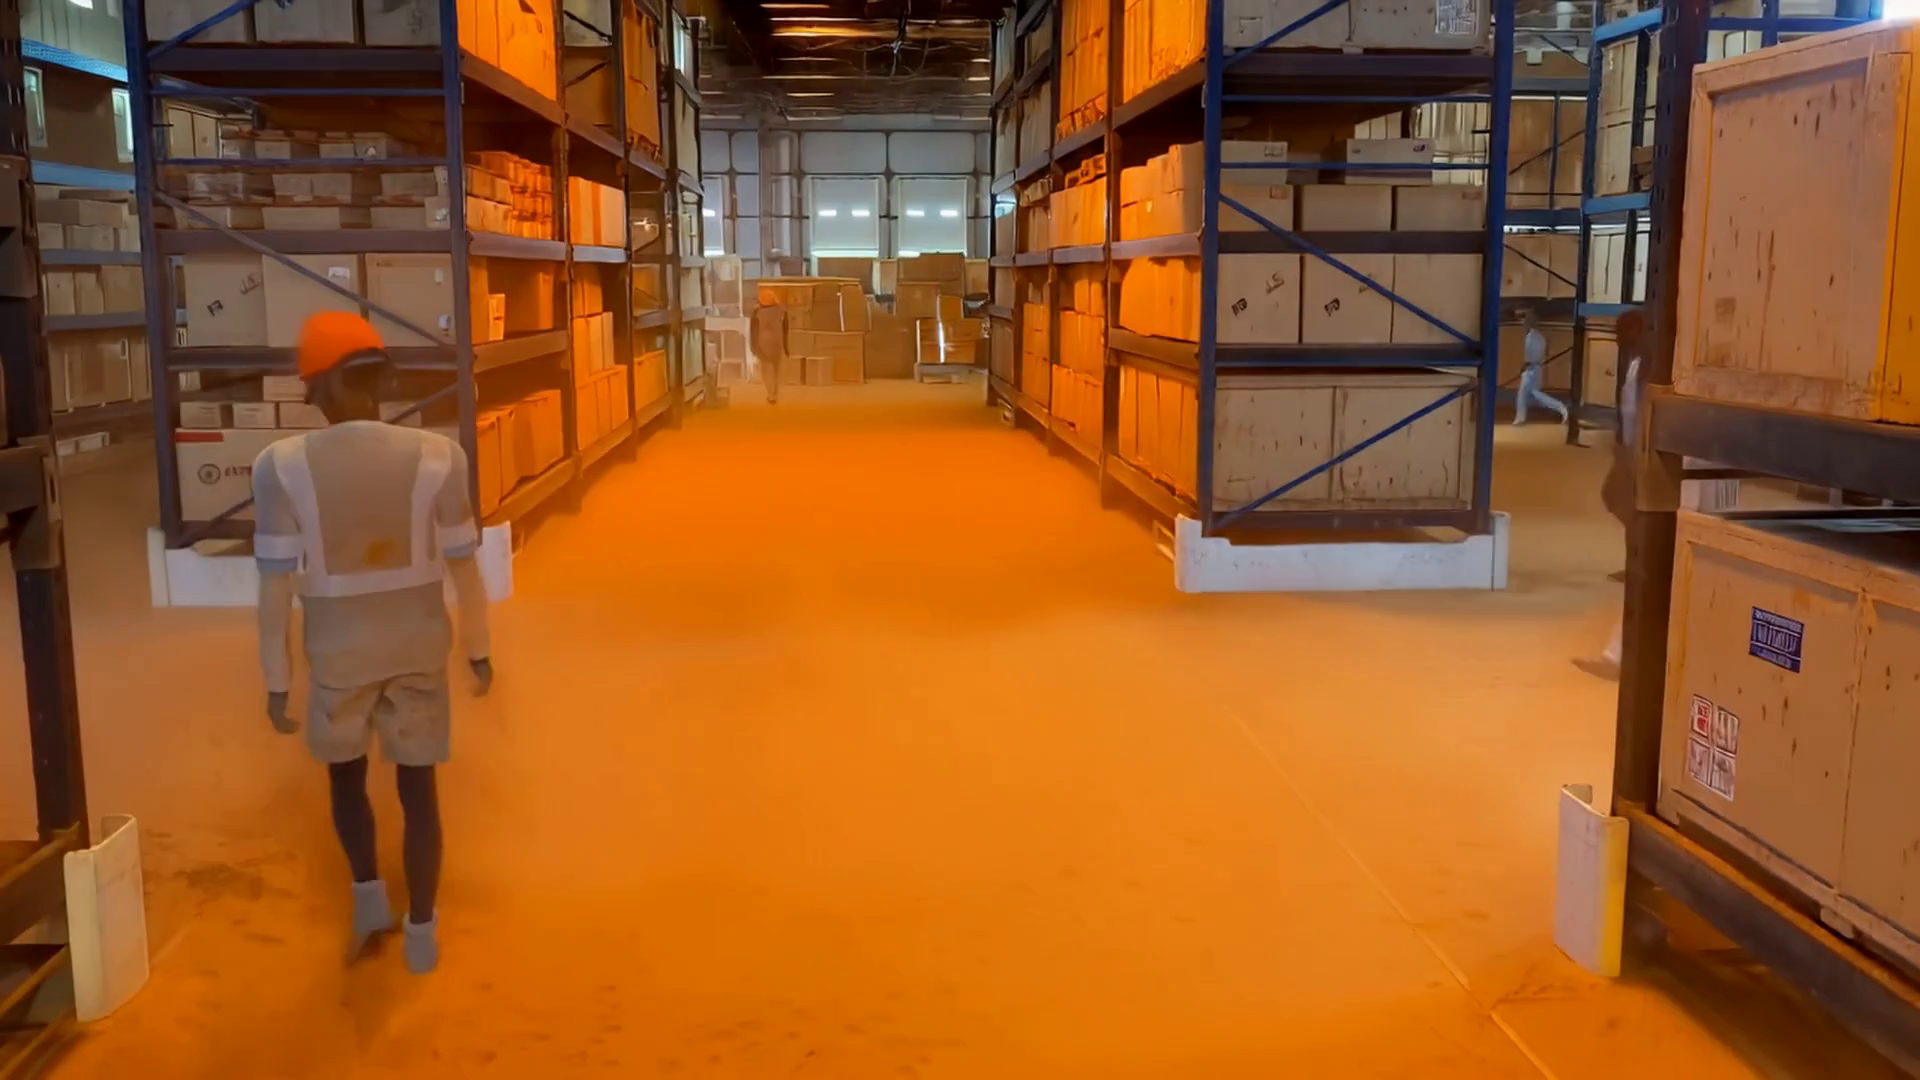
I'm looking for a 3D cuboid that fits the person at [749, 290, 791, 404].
[{"bbox_3d":[-3.196,-3.219,27.729,0.676,1.852,0.976,-4,10,-23],"label":"person"}]

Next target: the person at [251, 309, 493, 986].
[{"bbox_3d":[-1.721,0.332,4.951,0.670,2.016,0.435,-4,10,-22],"label":"person"}]

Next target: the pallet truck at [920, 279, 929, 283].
[{"bbox_3d":[-0.932,-8.922,63.114,1.885,1.965,0.823,2,9,13],"label":"pallet truck"}]

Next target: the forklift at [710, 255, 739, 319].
[{"bbox_3d":[-8.368,-8.713,59.038,1.129,2.768,1.873,-1,9,-4],"label":"forklift"}]

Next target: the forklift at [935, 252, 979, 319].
[{"bbox_3d":[-0.296,-7.581,51.935,1.129,2.768,1.873,-5,11,-30],"label":"forklift"}]

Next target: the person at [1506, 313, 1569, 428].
[{"bbox_3d":[8.004,-2.329,22.966,0.733,1.605,0.526,2,9,12],"label":"person"}]

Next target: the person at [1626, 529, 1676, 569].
[{"bbox_3d":[5.033,-0.572,11.947,0.492,1.600,0.725,0,9,0],"label":"person"}]

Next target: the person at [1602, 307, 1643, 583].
[{"bbox_3d":[4.695,-0.645,11.475,0.450,1.898,0.696,2,9,12],"label":"person"}]

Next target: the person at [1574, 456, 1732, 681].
[{"bbox_3d":[3.691,-0.139,8.591,0.979,1.790,0.589,-3,10,-20],"label":"person"}]
